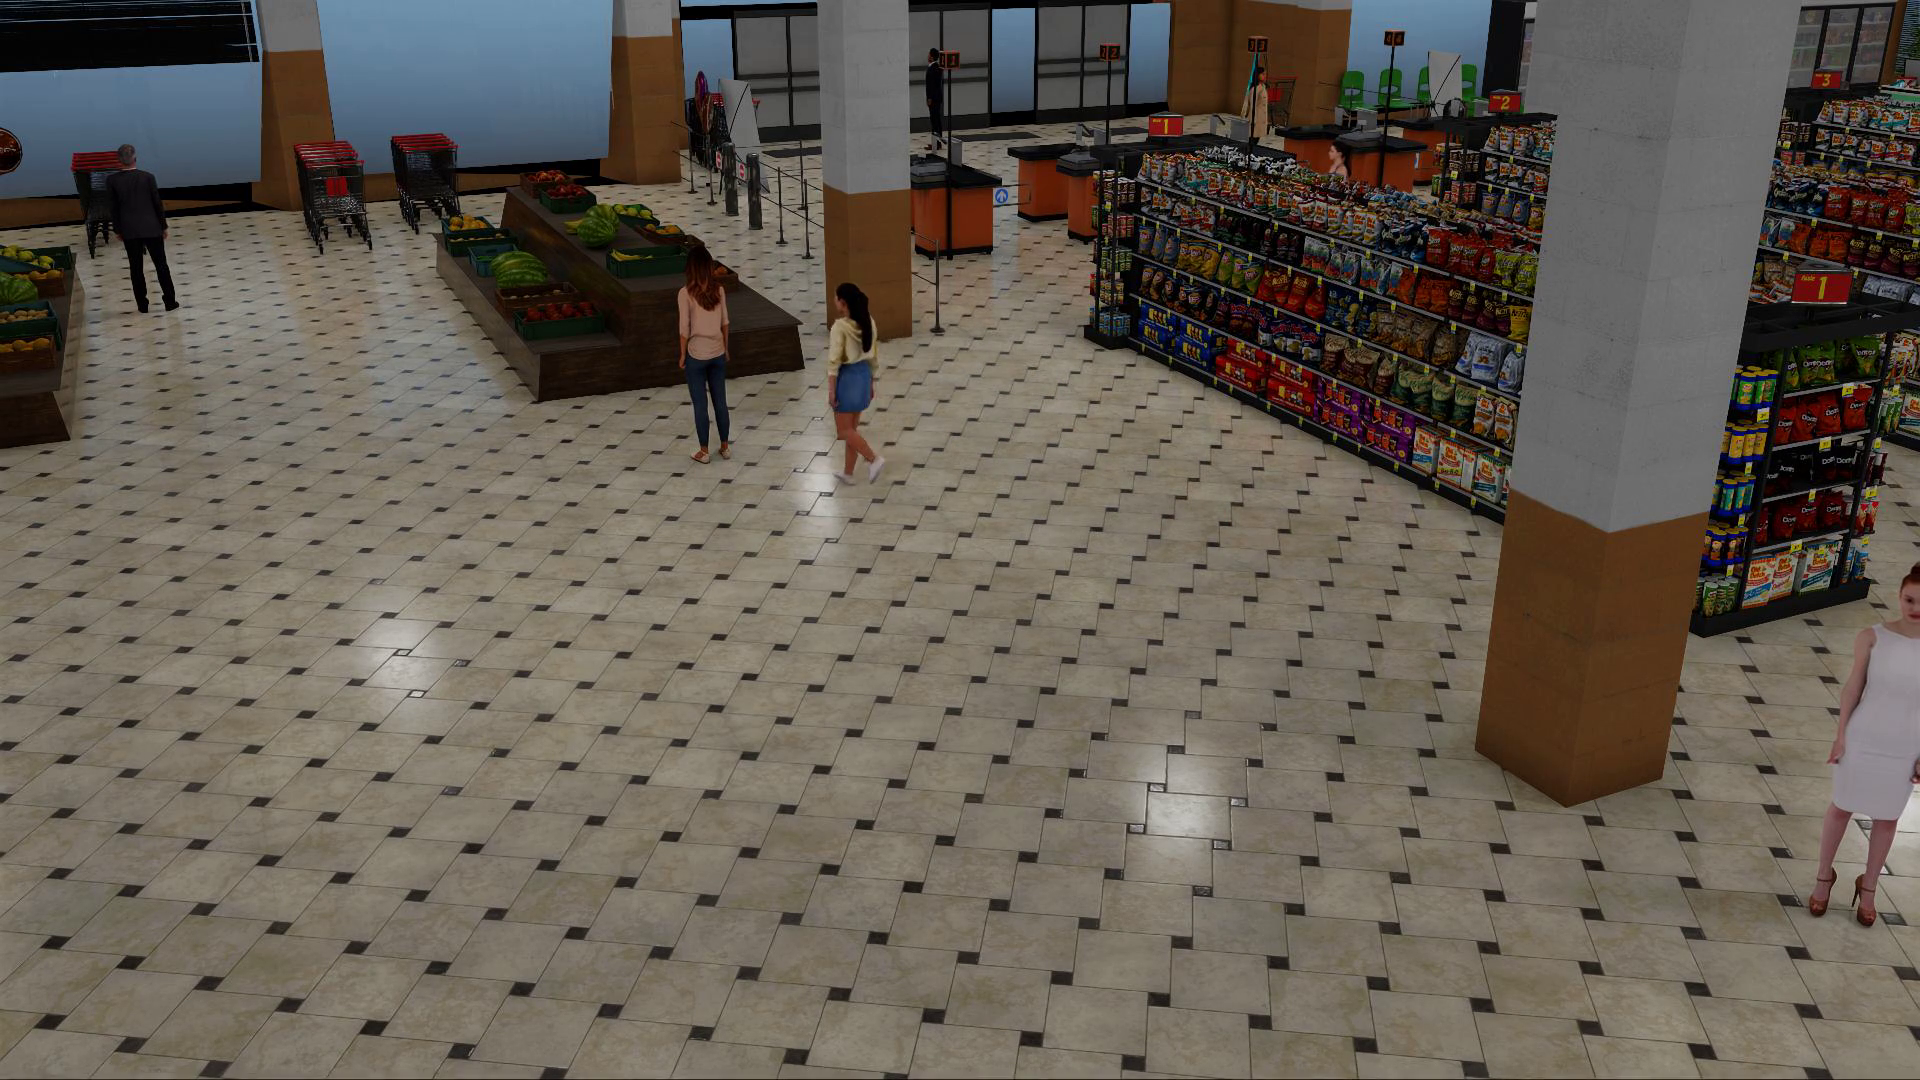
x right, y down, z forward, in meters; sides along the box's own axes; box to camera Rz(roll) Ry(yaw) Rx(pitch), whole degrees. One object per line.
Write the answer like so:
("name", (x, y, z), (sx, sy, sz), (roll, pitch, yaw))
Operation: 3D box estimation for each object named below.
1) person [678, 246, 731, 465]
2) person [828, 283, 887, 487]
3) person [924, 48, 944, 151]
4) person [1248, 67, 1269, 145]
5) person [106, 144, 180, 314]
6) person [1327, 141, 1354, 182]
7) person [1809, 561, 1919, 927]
("person", (-2.083, -1.512, 13.599), (0.619, 1.791, 0.550), (-13, 25, -30))
("person", (-0.784, -1.175, 12.994), (0.987, 1.616, 0.843), (17, 27, 36))
("person", (-0.441, -7.732, 29.163), (0.767, 1.727, 0.686), (6, 23, 14))
("person", (4.775, -6.761, 26.809), (0.744, 1.681, 0.722), (11, 24, 26))
("person", (-9.022, -3.435, 18.316), (0.726, 1.842, 0.613), (-8, 23, -19))
("person", (4.501, -3.975, 19.970), (0.694, 1.609, 0.581), (-1, 22, -3))
("person", (4.166, 0.933, 7.511), (0.605, 1.793, 0.682), (9, 24, 22))
